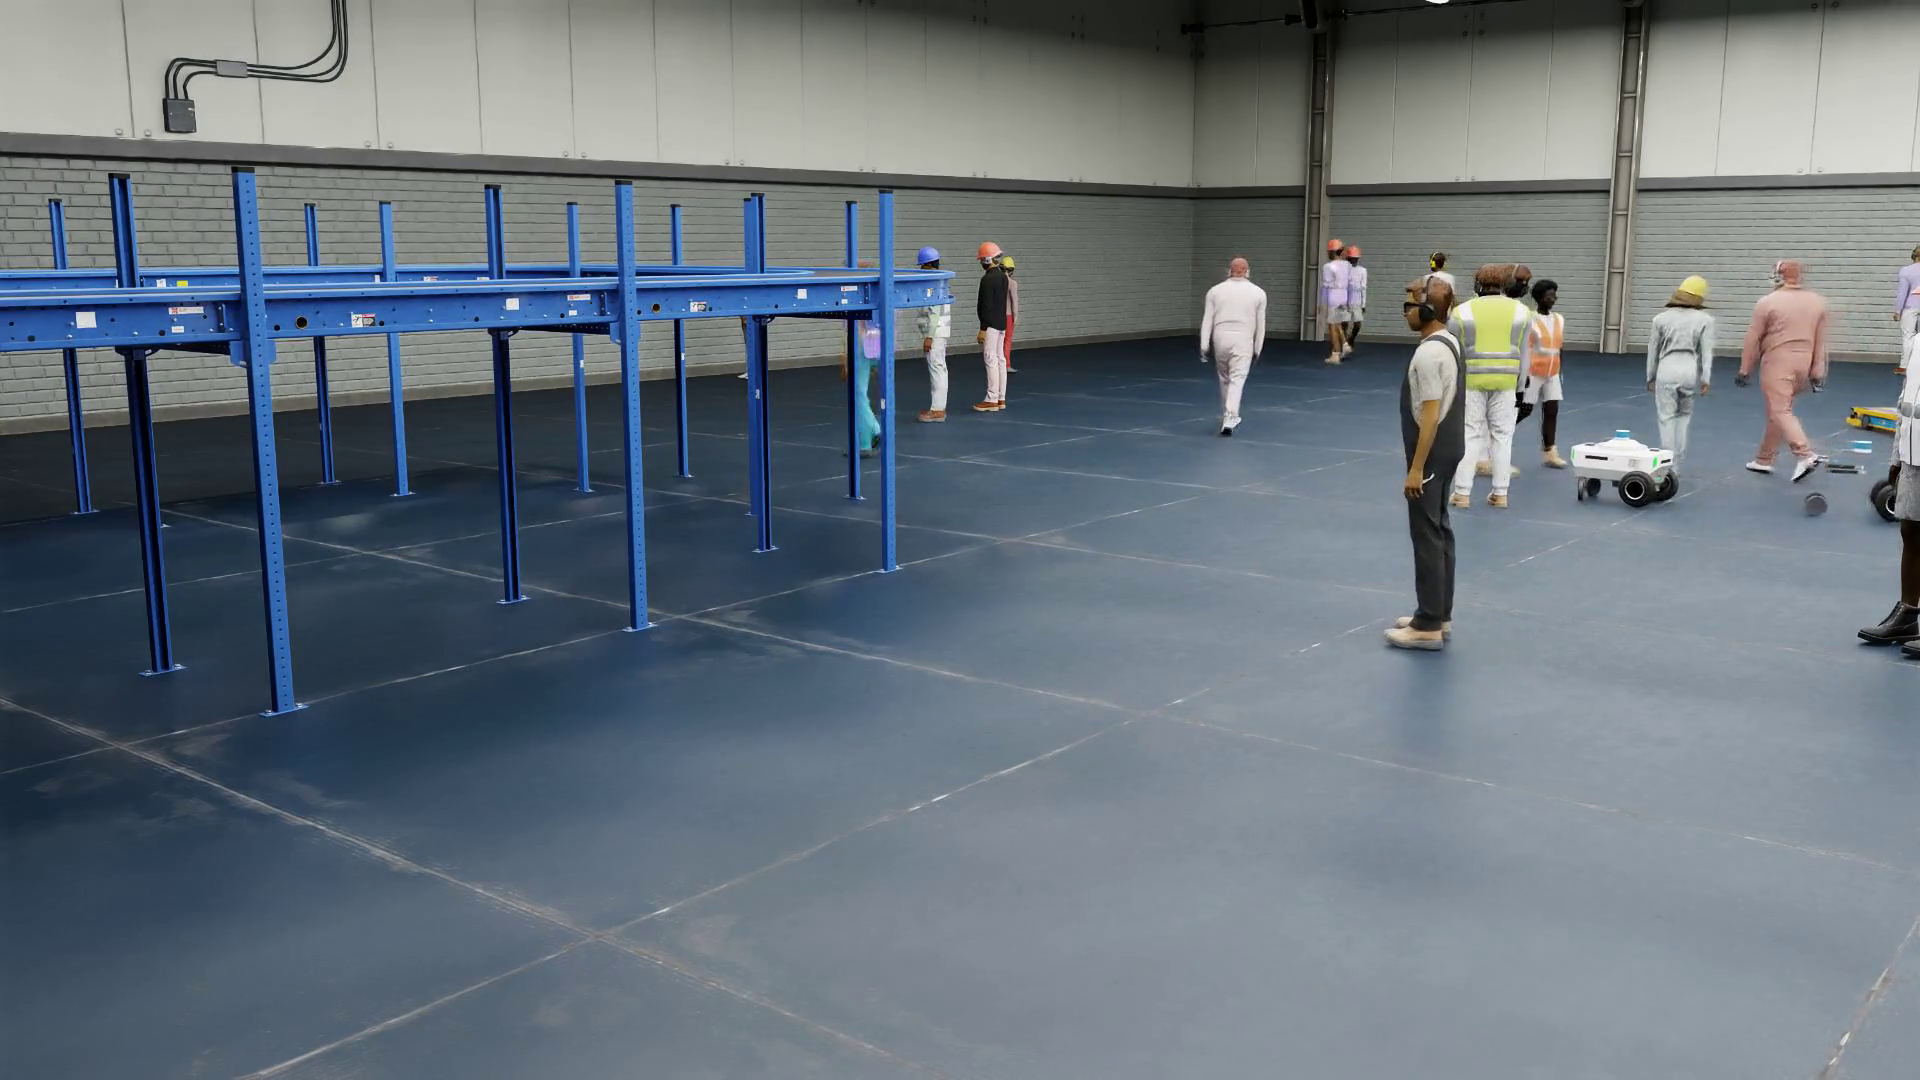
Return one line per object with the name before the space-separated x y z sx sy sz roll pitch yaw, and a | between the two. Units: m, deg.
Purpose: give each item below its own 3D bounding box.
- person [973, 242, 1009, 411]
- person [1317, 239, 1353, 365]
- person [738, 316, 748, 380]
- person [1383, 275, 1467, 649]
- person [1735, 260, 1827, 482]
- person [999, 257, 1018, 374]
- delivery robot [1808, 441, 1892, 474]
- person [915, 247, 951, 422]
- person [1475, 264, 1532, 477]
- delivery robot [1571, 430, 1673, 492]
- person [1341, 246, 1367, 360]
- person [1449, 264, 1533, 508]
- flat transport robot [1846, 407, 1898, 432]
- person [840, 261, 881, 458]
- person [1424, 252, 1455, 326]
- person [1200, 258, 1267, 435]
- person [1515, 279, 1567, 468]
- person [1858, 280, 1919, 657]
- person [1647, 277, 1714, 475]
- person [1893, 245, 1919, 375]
person | 0.375 -2.543 19.817 0.379 1.994 0.611 4 11 22
person | 6.123 -3.891 27.193 0.619 2.027 0.462 -8 13 -36
person | -3.057 -3.161 24.222 0.308 1.641 0.514 -5 11 -26
person | 2.338 -0.389 8.299 0.328 1.842 0.515 6 12 29
person | 7.068 -1.454 14.184 0.651 1.861 0.944 -2 11 -13
person | 0.696 -3.437 25.435 0.517 1.757 0.336 10 14 44
delivery robot | 6.655 -0.614 12.256 0.698 0.223 0.335 5 11 24
person | -0.302 -2.300 18.627 0.403 1.937 0.604 1 10 8
person | 4.664 -1.442 14.212 0.624 1.813 0.664 8 13 36
delivery robot | 5.166 -0.618 12.999 0.477 0.478 0.707 -10 14 -43
person | 6.646 -4.043 28.344 0.556 1.925 0.532 -1 10 -3
person | 4.002 -1.170 12.673 0.619 1.836 0.430 1 10 6
flat transport robot | 10.042 -1.251 17.551 0.652 0.197 1.431 0 10 2
person | -0.930 -1.680 15.471 0.447 1.831 0.599 3 11 18
person | 6.639 -3.124 23.453 0.524 1.841 0.781 -5 11 -24
person | 2.874 -2.044 17.546 0.654 1.837 1.035 4 11 21
person | 5.200 -1.518 15.018 0.558 1.685 0.650 -4 11 -22
person | 4.744 -0.402 8.114 0.361 1.938 0.545 -2 10 -10
person | 6.062 -1.363 14.085 0.477 1.706 0.596 2 10 9
person | 14.400 -3.461 25.055 0.627 1.941 0.370 0 10 1
